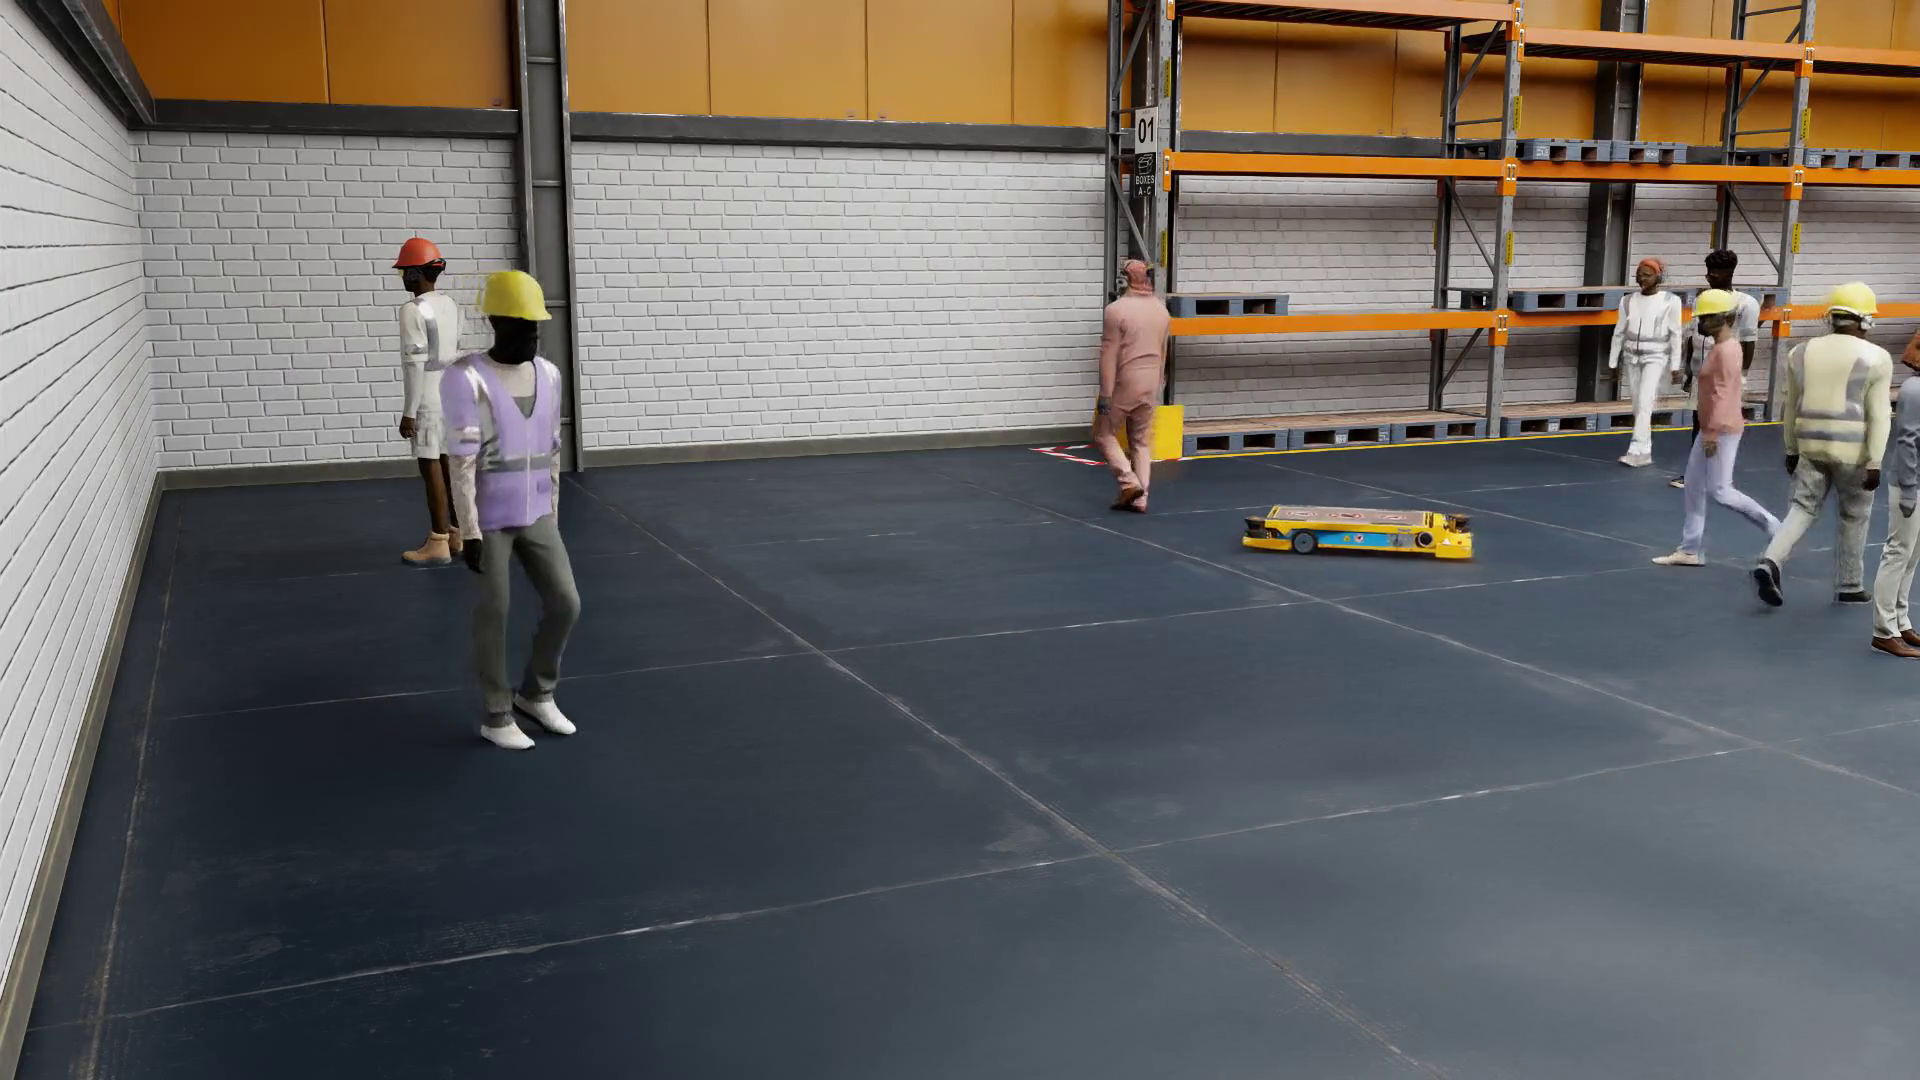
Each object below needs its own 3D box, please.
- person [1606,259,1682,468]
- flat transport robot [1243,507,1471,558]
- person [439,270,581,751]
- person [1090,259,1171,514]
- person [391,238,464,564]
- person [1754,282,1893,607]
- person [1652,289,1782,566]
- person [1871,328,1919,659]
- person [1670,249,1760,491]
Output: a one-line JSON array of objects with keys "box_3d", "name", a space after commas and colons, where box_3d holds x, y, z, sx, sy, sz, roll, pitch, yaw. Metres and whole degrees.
[{"box_3d": [6.061, -1.570, 14.908, 0.831, 1.854, 0.606, -8, 13, -37], "name": "person"}, {"box_3d": [2.621, -0.067, 10.963, 1.431, 0.197, 0.652, 3, 11, 16], "name": "flat transport robot"}, {"box_3d": [-1.770, -0.097, 6.578, 0.466, 1.911, 0.609, 8, 13, 37], "name": "person"}, {"box_3d": [1.250, -1.125, 12.346, 0.673, 1.891, 0.435, -8, 13, -38], "name": "person"}, {"box_3d": [-3.358, -0.869, 10.494, 0.379, 2.044, 0.607, 2, 10, 9], "name": "person"}, {"box_3d": [4.764, -0.503, 9.113, 0.751, 1.813, 0.602, -6, 12, -32], "name": "person"}, {"box_3d": [4.729, -0.667, 10.210, 0.701, 1.736, 0.516, 3, 10, 14], "name": "person"}, {"box_3d": [4.712, -0.247, 8.166, 0.279, 1.634, 0.499, 10, 14, 43], "name": "person"}, {"box_3d": [6.135, -1.367, 13.505, 0.380, 1.958, 0.602, -6, 12, -29], "name": "person"}]
